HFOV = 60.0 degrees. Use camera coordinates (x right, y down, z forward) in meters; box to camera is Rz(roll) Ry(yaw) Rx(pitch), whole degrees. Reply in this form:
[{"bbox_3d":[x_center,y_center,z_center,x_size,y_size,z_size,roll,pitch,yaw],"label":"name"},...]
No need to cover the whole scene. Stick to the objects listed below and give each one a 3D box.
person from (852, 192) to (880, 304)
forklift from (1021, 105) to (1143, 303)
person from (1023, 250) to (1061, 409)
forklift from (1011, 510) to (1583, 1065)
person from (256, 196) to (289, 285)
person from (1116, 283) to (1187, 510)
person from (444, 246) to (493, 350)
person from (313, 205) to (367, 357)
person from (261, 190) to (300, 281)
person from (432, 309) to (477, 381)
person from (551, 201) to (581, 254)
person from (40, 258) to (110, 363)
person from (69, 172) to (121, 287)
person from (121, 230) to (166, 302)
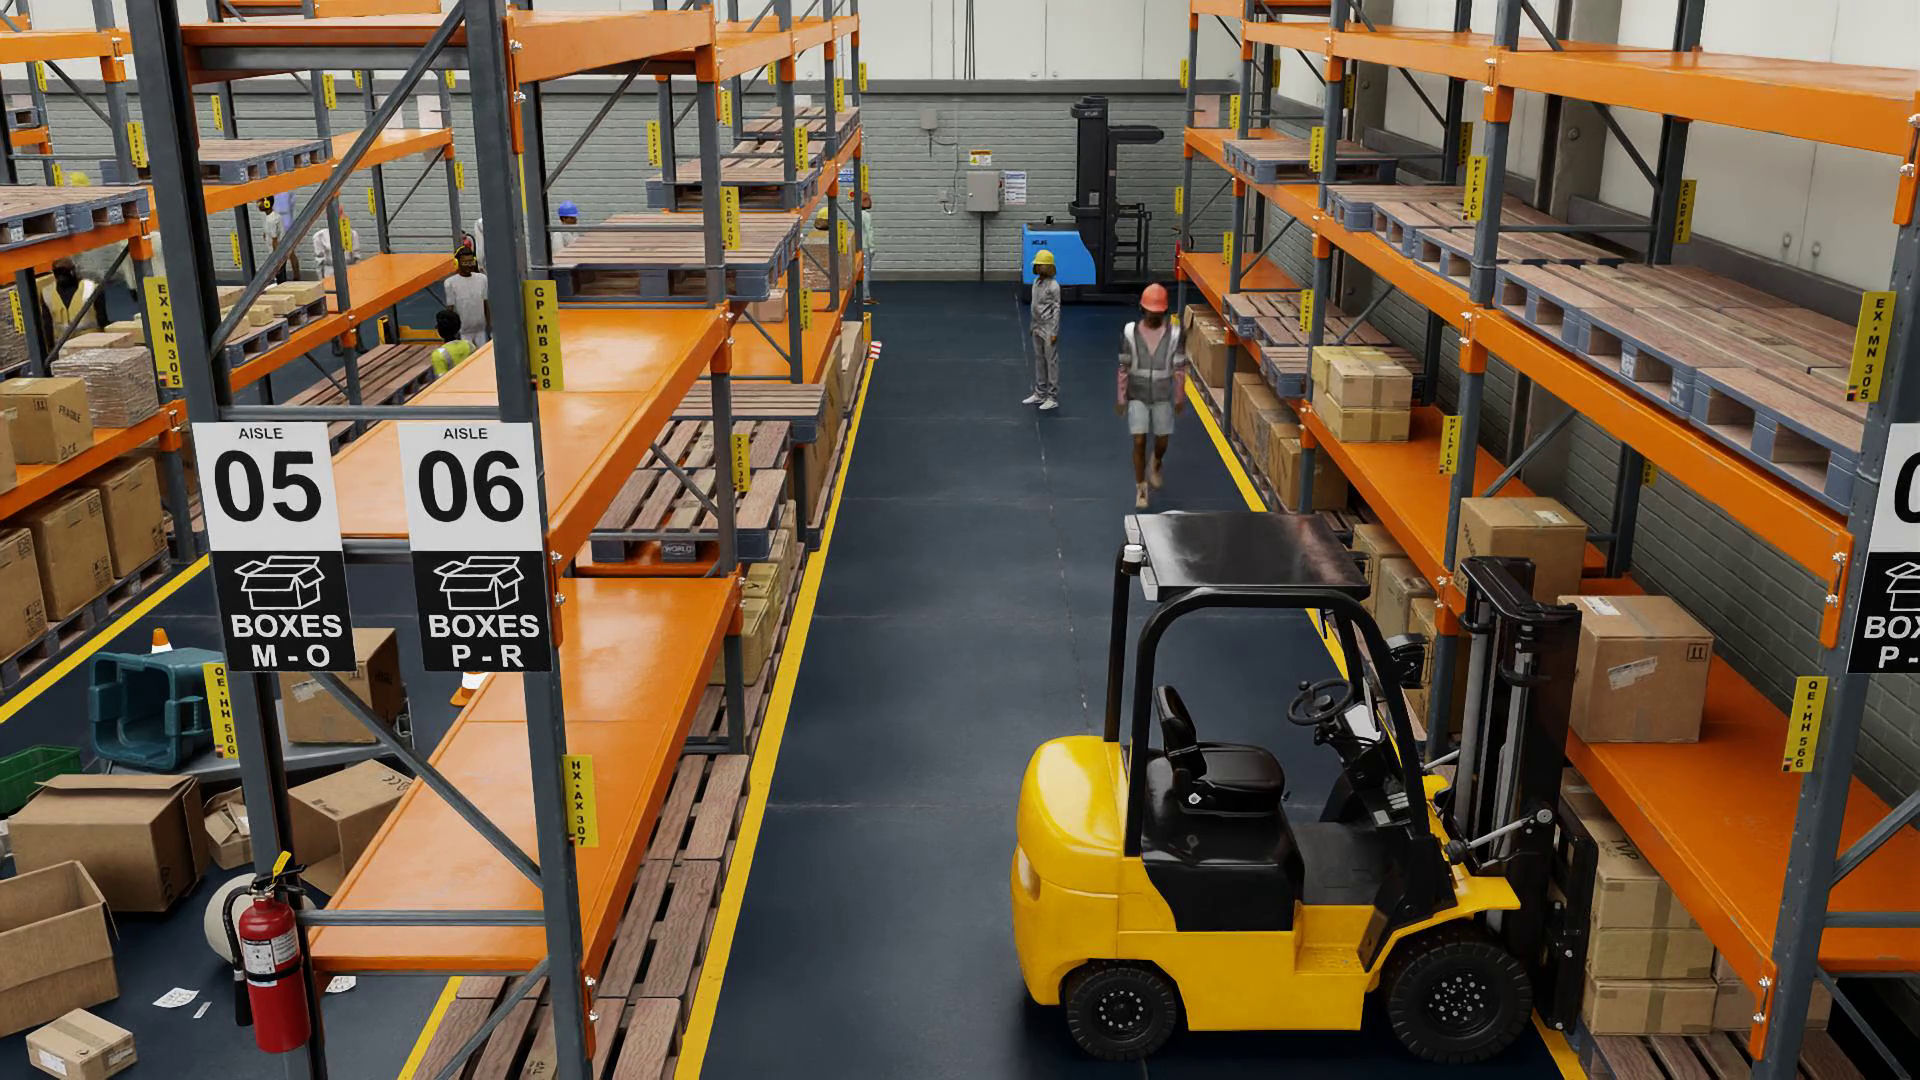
[{"bbox_3d":[-1.400,-4.284,24.396,0.280,1.636,0.500,-11,21,-31],"label":"person"},{"bbox_3d":[1.857,-4.944,24.441,1.873,2.768,1.129,0,18,0],"label":"forklift"},{"bbox_3d":[0.917,-2.312,18.263,0.304,1.745,0.485,-10,21,-27],"label":"person"},{"bbox_3d":[1.387,1.055,7.378,2.313,2.155,1.214,0,18,0],"label":"forklift"},{"bbox_3d":[-9.304,-3.813,22.643,0.360,1.853,0.492,-6,19,-17],"label":"person"},{"bbox_3d":[1.689,-1.297,14.765,0.605,2.020,0.612,2,18,5],"label":"person"},{"bbox_3d":[-5.233,-2.221,17.816,0.499,1.861,0.327,-17,25,-41],"label":"person"},{"bbox_3d":[-7.761,-3.265,20.864,0.555,1.929,0.393,-11,21,-30],"label":"person"},{"bbox_3d":[-10.433,-4.800,25.502,0.396,1.931,0.546,14,23,35],"label":"person"},{"bbox_3d":[-4.577,-1.251,15.128,0.320,1.698,0.531,8,20,22],"label":"person"},{"bbox_3d":[-4.868,-3.250,20.778,0.406,1.948,0.605,3,18,8],"label":"person"},{"bbox_3d":[-9.154,-2.012,17.230,0.650,1.822,0.519,-2,18,-7],"label":"person"},{"bbox_3d":[-13.466,-4.766,25.622,0.831,1.770,0.688,-12,22,-32],"label":"person"},{"bbox_3d":[-9.882,-3.181,20.572,0.663,1.946,0.921,0,18,-1],"label":"person"}]
